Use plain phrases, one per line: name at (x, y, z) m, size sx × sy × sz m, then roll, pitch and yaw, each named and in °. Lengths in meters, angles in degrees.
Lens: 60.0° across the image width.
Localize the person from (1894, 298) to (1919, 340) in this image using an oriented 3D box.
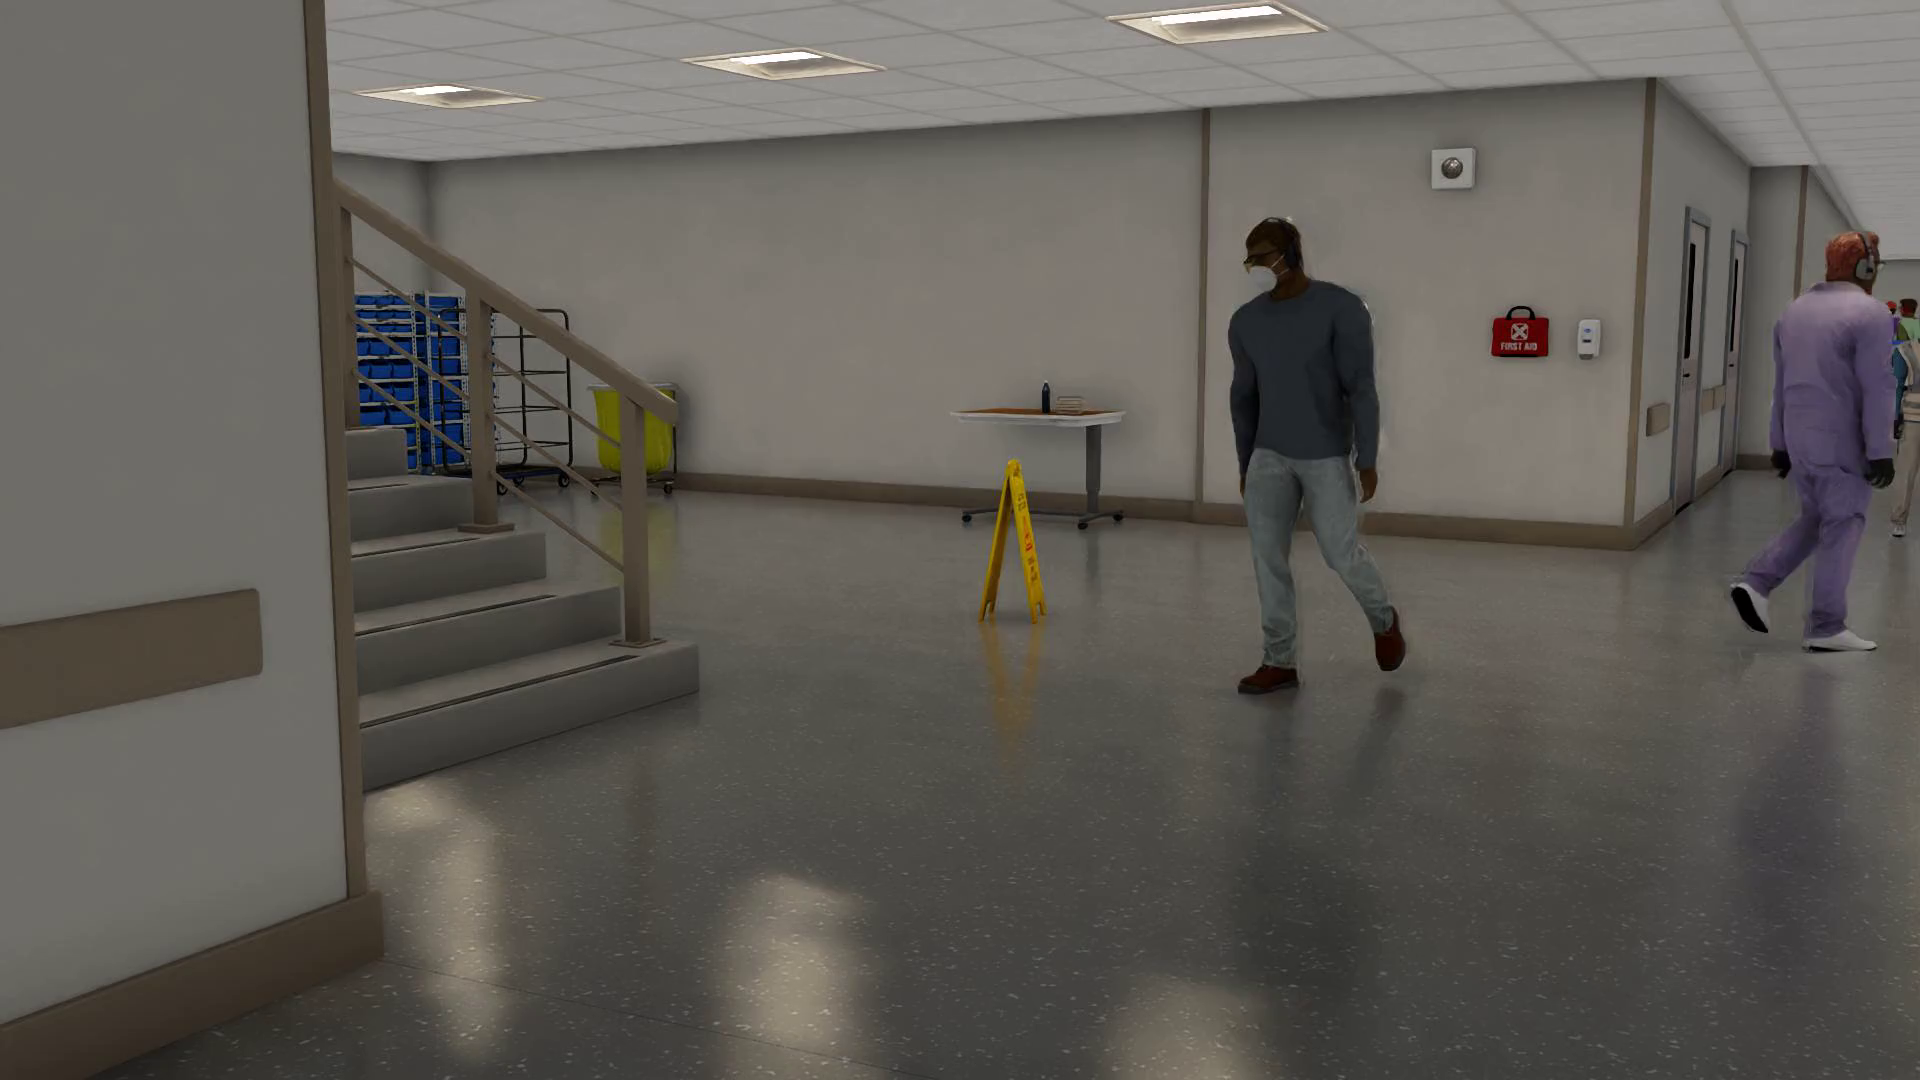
person at (13.490, -2.516, 23.661) m, size 0.569 × 1.843 × 0.371 m, roll -5°, pitch 9°, yaw -33°

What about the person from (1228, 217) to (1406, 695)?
person at (1.447, -0.338, 6.719) m, size 0.660 × 1.898 × 0.755 m, roll 7°, pitch 10°, yaw 42°

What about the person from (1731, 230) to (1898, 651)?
person at (3.876, -0.430, 7.456) m, size 0.504 × 1.894 × 0.659 m, roll -1°, pitch 7°, yaw -7°

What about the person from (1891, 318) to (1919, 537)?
person at (6.661, -0.819, 11.434) m, size 0.509 × 1.629 × 0.315 m, roll 2°, pitch 8°, yaw 18°
